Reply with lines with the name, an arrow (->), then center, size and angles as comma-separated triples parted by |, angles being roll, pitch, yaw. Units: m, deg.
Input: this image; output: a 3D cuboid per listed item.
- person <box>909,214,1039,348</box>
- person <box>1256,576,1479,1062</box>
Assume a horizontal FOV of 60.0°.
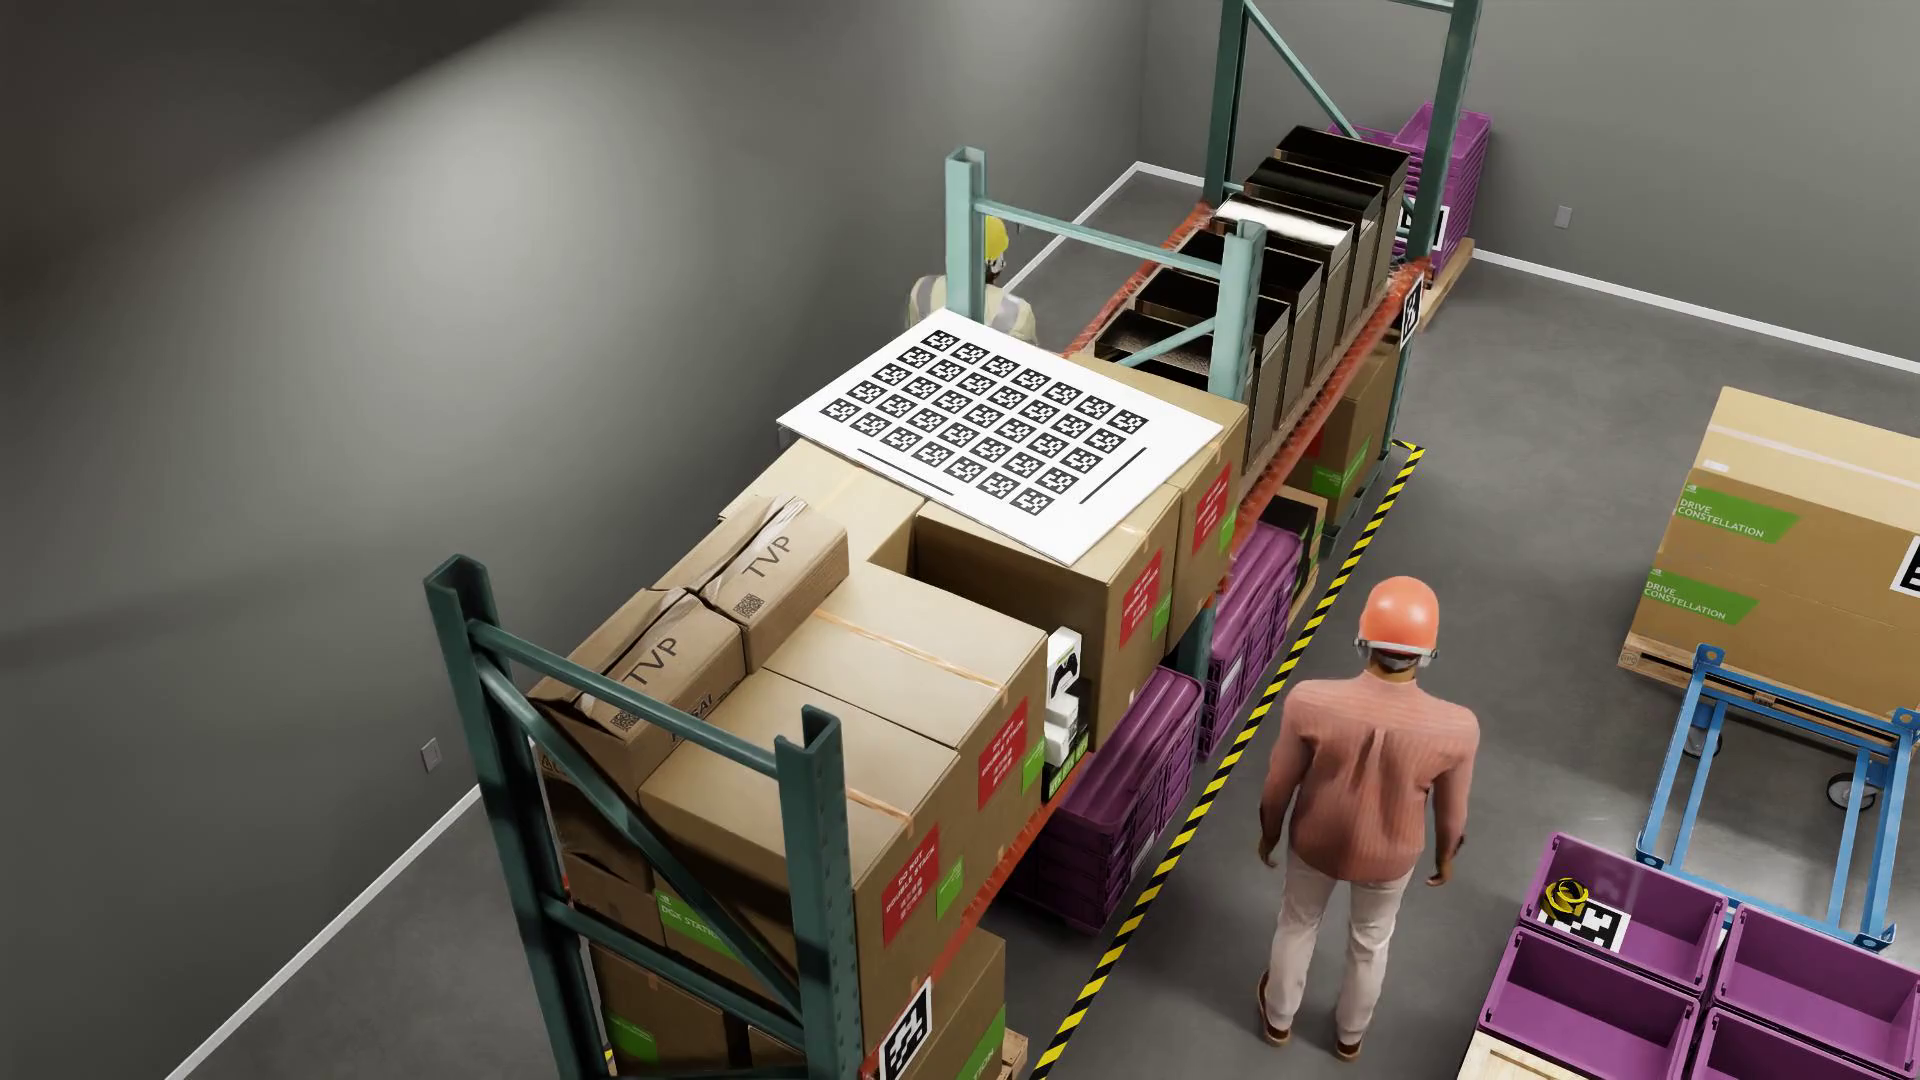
person -> 0.122, -0.707, 7.551 | 0.624, 1.786, 0.915 | 20, 44, 22
person -> 1.301, 0.938, 5.456 | 0.642, 1.973, 0.465 | 10, 41, 12
